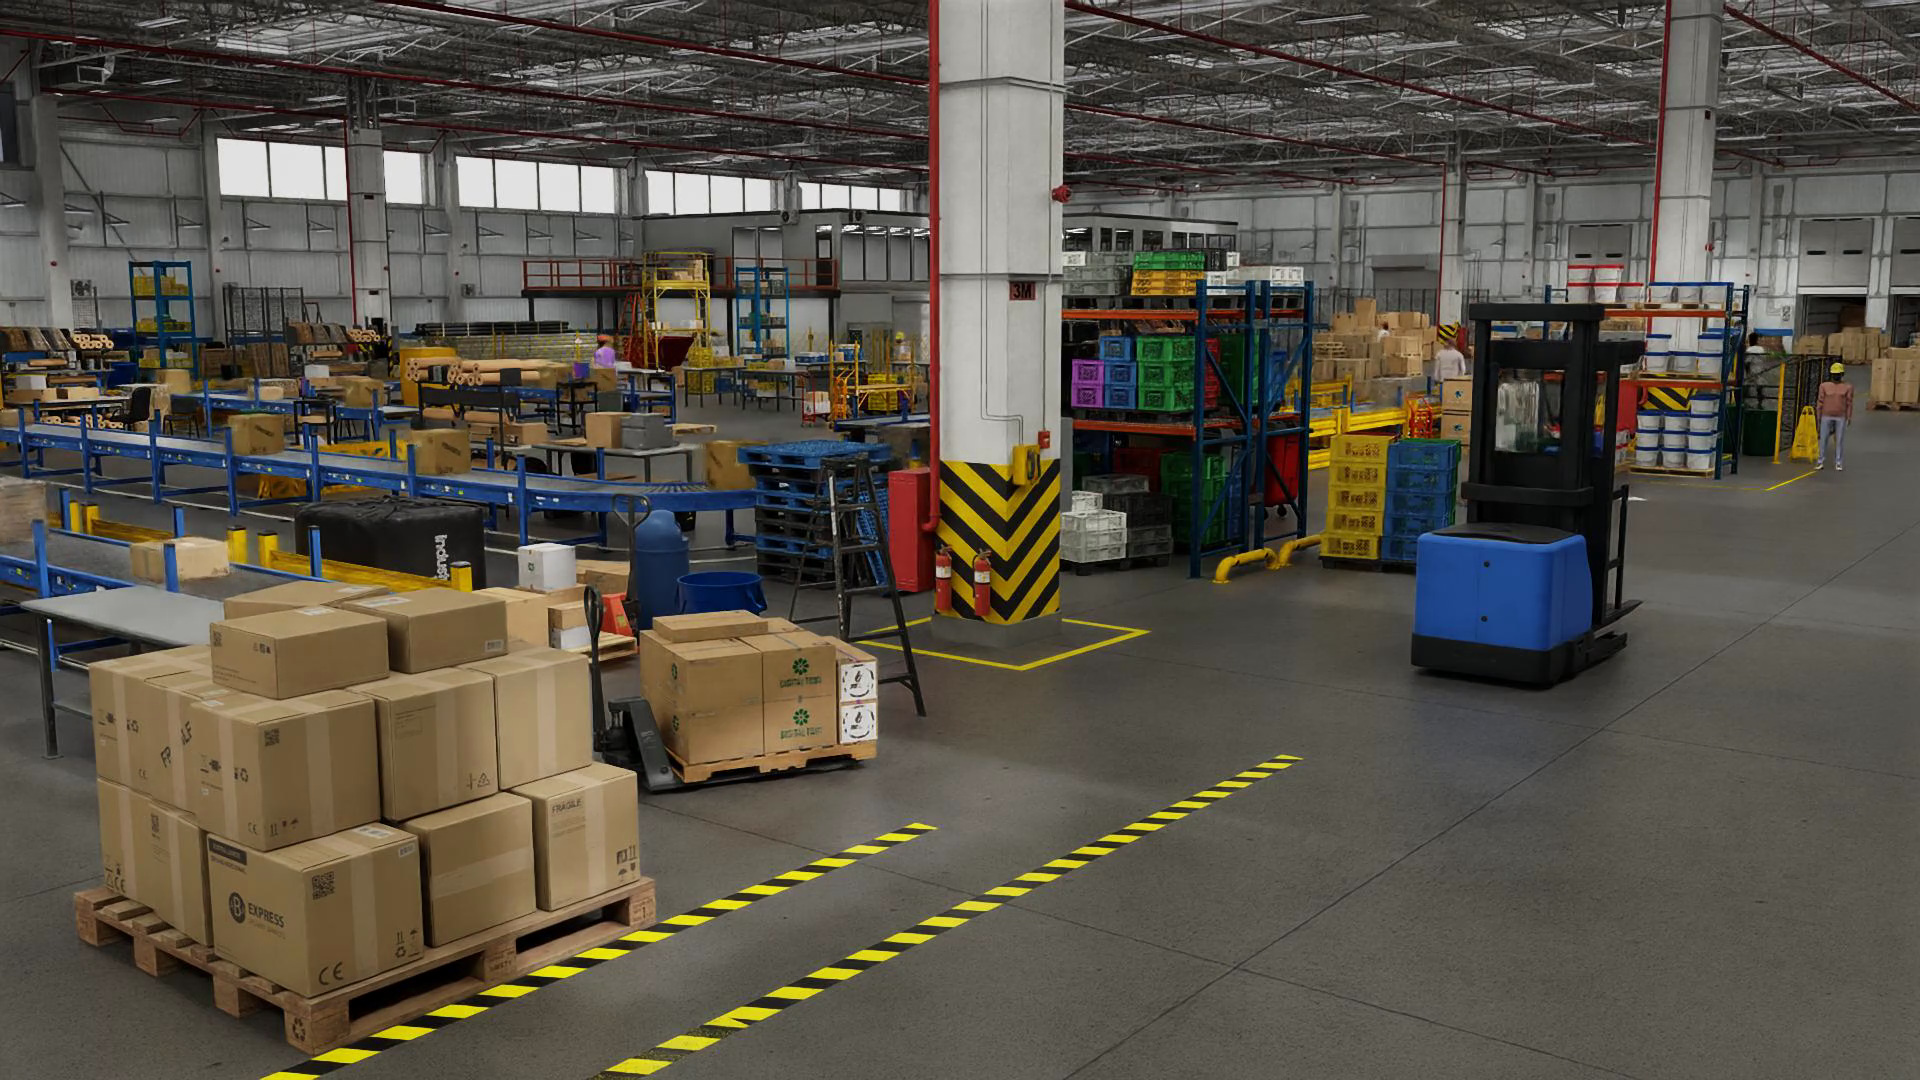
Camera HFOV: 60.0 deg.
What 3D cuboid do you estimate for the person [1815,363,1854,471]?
[{"bbox_3d":[14.301,-2.014,27.216,0.533,1.768,0.311,5,10,30],"label":"person"}]

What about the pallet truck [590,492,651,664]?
[{"bbox_3d":[-3.115,0.344,12.883,0.653,1.274,1.630,7,11,37],"label":"pallet truck"}]

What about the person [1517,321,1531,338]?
[{"bbox_3d":[25.964,-9.399,76.528,0.640,1.895,1.001,2,9,13],"label":"person"}]

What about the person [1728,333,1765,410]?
[{"bbox_3d":[19.403,-4.114,40.852,0.612,1.912,1.009,-2,9,-15],"label":"person"}]

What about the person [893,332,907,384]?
[{"bbox_3d":[-1.706,-5.046,47.571,0.632,1.792,0.658,0,8,3],"label":"person"}]

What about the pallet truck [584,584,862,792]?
[{"bbox_3d":[-1.426,0.805,10.019,1.601,1.201,0.680,-4,9,-26],"label":"pallet truck"}]

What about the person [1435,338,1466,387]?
[{"bbox_3d":[11.363,-3.736,38.538,0.669,1.864,1.005,7,11,39],"label":"person"}]

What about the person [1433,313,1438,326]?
[{"bbox_3d":[22.862,-9.890,79.647,0.740,1.957,0.633,-8,11,-42],"label":"person"}]

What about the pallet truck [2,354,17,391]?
[{"bbox_3d":[-24.881,-4.417,42.634,1.885,1.965,0.823,8,11,41],"label":"pallet truck"}]

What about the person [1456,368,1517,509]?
[{"bbox_3d":[7.056,-1.371,22.087,0.982,1.998,0.630,7,11,39],"label":"person"}]

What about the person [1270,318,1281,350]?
[{"bbox_3d":[12.418,-7.765,65.473,0.399,1.920,0.590,-4,9,-24],"label":"person"}]

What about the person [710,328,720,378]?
[{"bbox_3d":[-8.314,-6.285,56.105,0.412,1.726,0.513,6,11,37],"label":"person"}]

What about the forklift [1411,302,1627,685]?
[{"bbox_3d":[4.379,-0.438,12.852,1.129,2.768,1.873,7,11,37],"label":"forklift"}]

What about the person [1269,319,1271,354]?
[{"bbox_3d":[13.336,-8.697,72.166,0.524,1.804,0.946,3,9,20],"label":"person"}]

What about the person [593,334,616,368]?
[{"bbox_3d":[-8.626,-4.020,40.218,0.475,1.918,0.562,8,11,42],"label":"person"}]

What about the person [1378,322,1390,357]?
[{"bbox_3d":[15.655,-7.155,61.640,0.936,1.850,0.589,-3,9,-18],"label":"person"}]

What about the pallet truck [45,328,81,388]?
[{"bbox_3d":[-23.775,-4.544,43.495,1.885,1.965,0.823,6,10,35],"label":"pallet truck"}]

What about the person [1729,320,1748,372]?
[{"bbox_3d":[26.334,-6.453,56.219,0.724,2.000,0.682,-2,9,-13],"label":"person"}]

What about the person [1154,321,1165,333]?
[{"bbox_3d":[7.002,-6.741,58.571,0.548,1.920,0.671,-5,10,-31],"label":"person"}]
